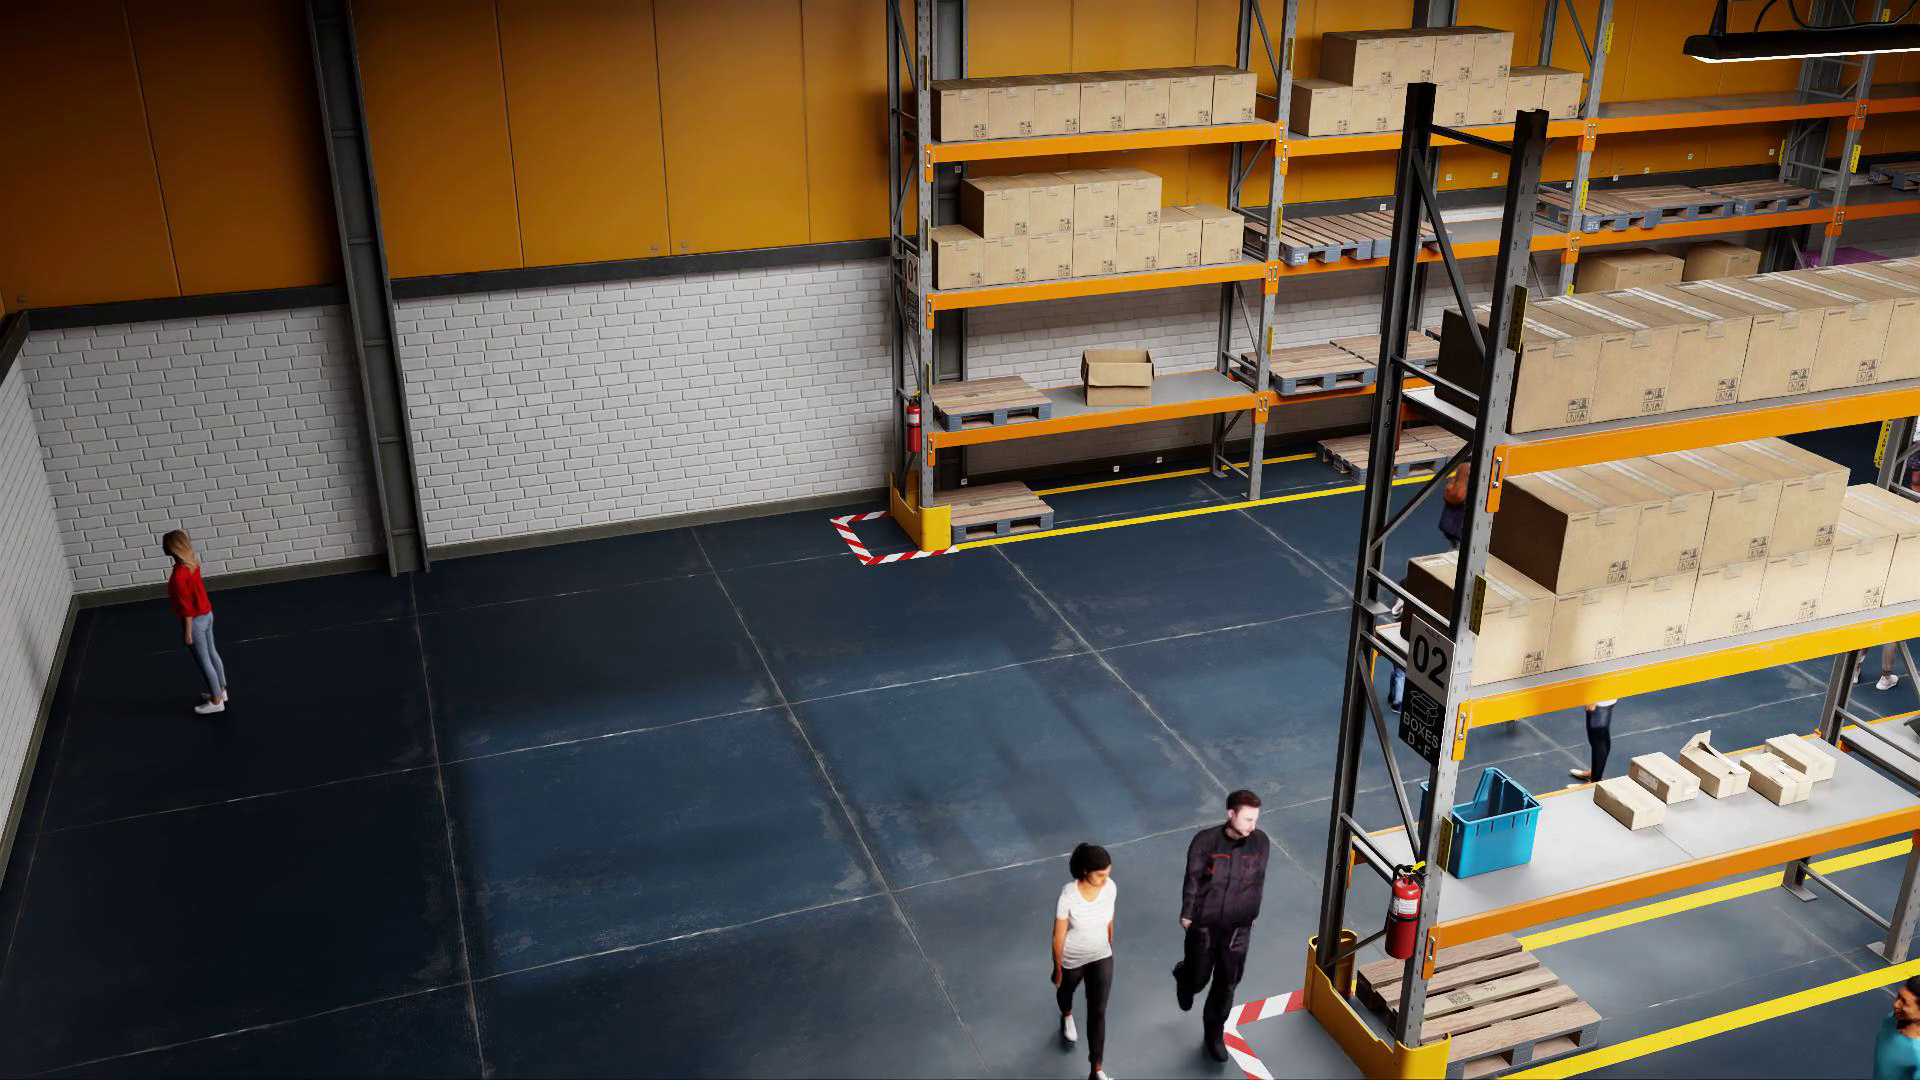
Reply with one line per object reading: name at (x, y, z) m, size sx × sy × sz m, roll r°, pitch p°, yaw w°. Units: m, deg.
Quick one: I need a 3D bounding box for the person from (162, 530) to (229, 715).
person at (-6.636, 0.705, 14.449) m, size 0.582 × 1.704 × 0.655 m, roll -3°, pitch 24°, yaw -7°

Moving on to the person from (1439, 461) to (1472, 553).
person at (4.877, -0.057, 16.471) m, size 0.791 × 1.480 × 0.606 m, roll -6°, pitch 24°, yaw -12°

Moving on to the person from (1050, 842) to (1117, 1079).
person at (0.728, 2.552, 10.366) m, size 0.979 × 1.590 × 0.671 m, roll -8°, pitch 25°, yaw -17°

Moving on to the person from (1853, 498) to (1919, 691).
person at (8.314, 0.452, 14.858) m, size 0.756 × 1.840 × 0.751 m, roll 18°, pitch 29°, yaw 36°

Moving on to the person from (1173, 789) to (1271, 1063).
person at (1.605, 2.347, 10.460) m, size 0.916 × 1.890 × 0.875 m, roll -3°, pitch 24°, yaw -7°
